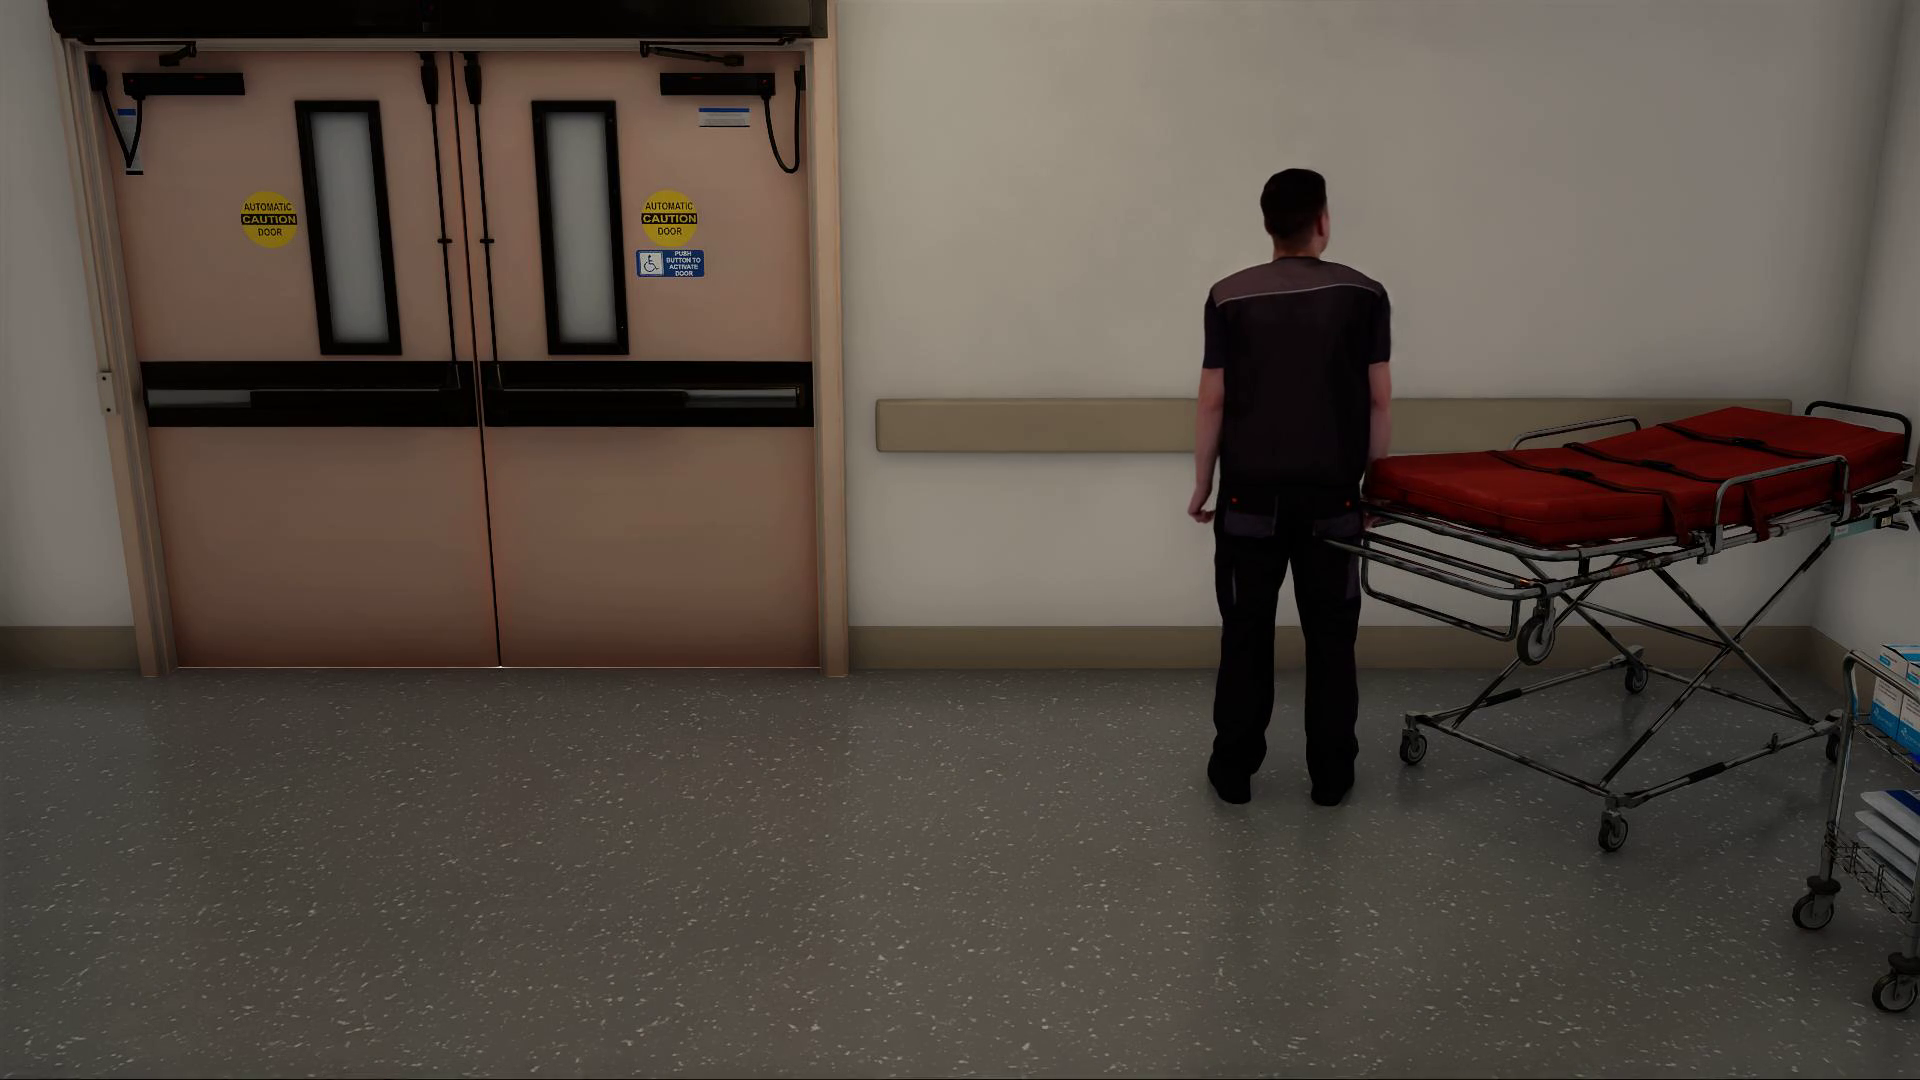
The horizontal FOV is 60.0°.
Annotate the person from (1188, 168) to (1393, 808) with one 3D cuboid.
[{"bbox_3d":[0.949,-0.131,4.780,0.752,1.845,0.643,2,16,9],"label":"person"}]
